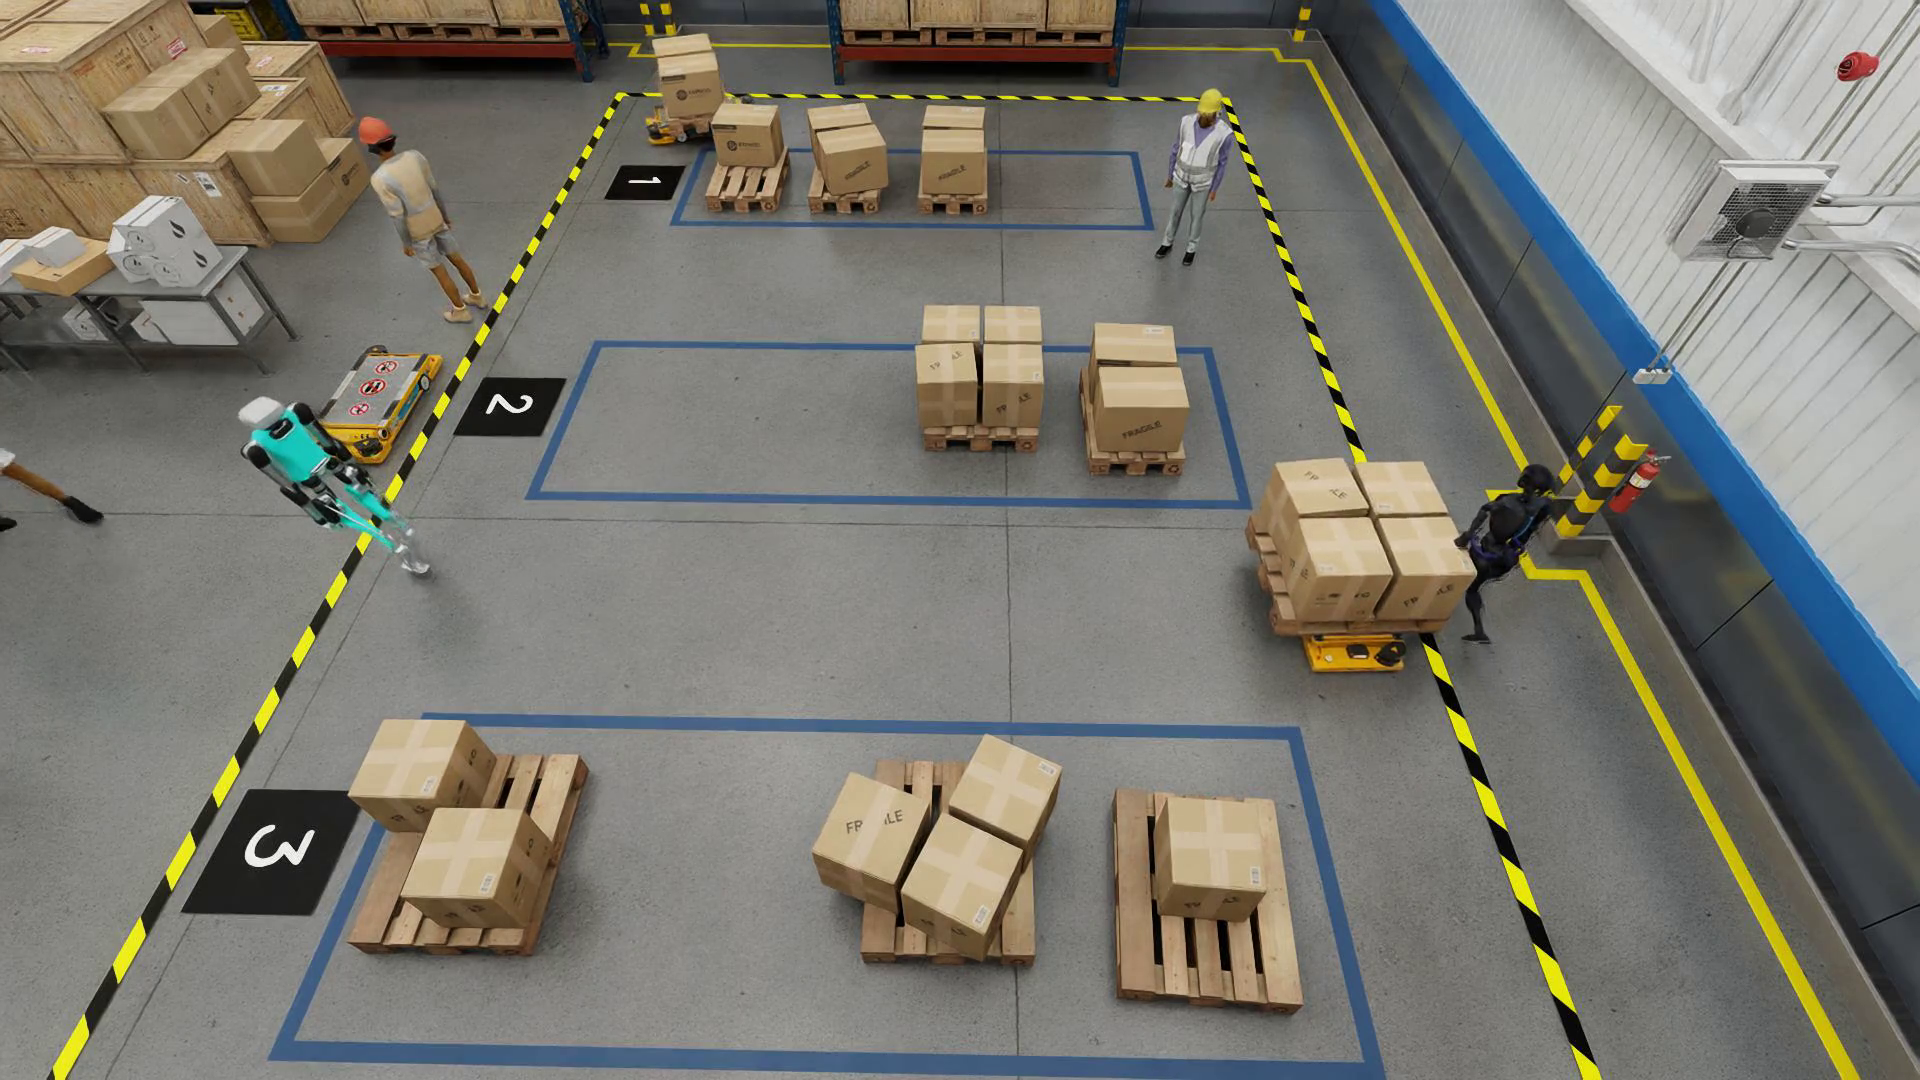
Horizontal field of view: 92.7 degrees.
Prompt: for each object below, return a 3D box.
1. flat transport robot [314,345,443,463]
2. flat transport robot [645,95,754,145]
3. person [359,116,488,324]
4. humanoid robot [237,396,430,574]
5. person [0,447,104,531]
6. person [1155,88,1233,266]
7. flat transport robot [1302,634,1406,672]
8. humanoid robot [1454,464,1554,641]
[{"bbox_3d":[-5.383,-1.269,8.441,0.659,0.231,1.431,1,50,1],"label":"flat transport robot"},{"bbox_3d":[-3.381,-5.526,12.025,1.431,0.197,0.652,-14,51,-12],"label":"flat transport robot"},{"bbox_3d":[-5.140,-3.004,8.748,0.392,2.041,0.610,15,51,13],"label":"person"},{"bbox_3d":[-4.346,-0.256,6.646,0.787,1.814,0.557,14,51,11],"label":"humanoid robot"},{"bbox_3d":[-7.665,-0.725,6.934,1.041,1.871,0.542,6,50,5],"label":"person"},{"bbox_3d":[2.421,-3.748,9.511,0.589,1.836,0.404,24,54,19],"label":"person"},{"bbox_3d":[2.867,0.354,7.049,0.652,0.197,1.431,-1,50,-1],"label":"flat transport robot"},{"bbox_3d":[3.639,0.158,6.317,0.596,1.642,0.475,-8,50,-6],"label":"humanoid robot"}]
